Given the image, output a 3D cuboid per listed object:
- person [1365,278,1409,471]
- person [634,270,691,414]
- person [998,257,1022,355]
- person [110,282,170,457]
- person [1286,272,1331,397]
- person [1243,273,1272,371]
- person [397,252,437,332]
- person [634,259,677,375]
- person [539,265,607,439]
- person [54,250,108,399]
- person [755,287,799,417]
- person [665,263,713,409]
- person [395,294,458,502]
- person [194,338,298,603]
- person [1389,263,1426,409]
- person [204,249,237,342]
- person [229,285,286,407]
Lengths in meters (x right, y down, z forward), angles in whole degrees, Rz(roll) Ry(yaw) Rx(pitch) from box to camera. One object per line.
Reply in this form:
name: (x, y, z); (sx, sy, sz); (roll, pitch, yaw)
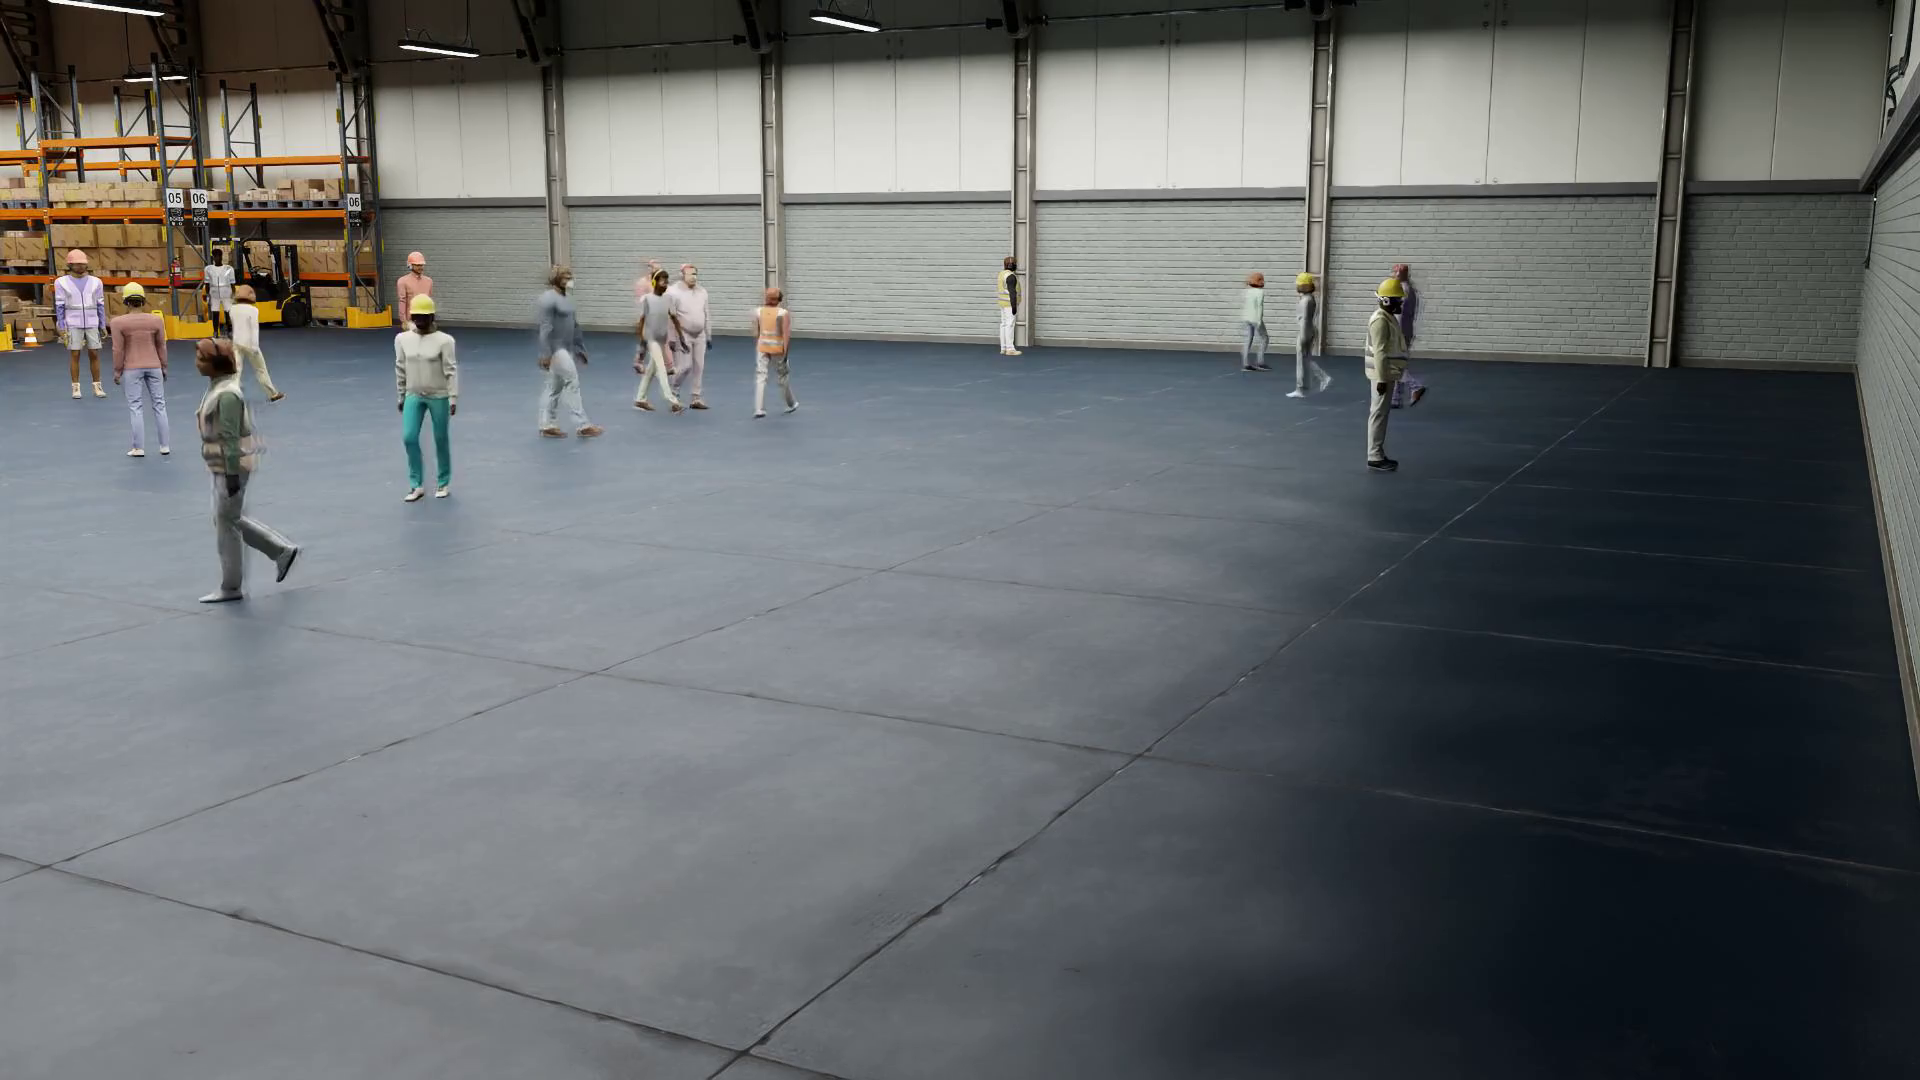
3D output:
person: (4.090, -1.586, 15.958); (0.404, 1.830, 0.602); (4, 11, 19)
person: (-3.791, -2.496, 21.021); (1.015, 1.800, 0.541); (8, 13, 36)
person: (0.942, -4.401, 31.288); (0.429, 1.843, 0.632); (-3, 11, -18)
person: (-8.327, -1.726, 16.904); (0.524, 1.769, 0.314); (-10, 14, -42)
person: (4.828, -2.830, 23.007); (0.503, 1.726, 0.504); (4, 11, 22)
person: (4.947, -3.606, 27.524); (0.598, 1.612, 0.514); (-4, 11, -23)
person: (-8.067, -3.286, 24.788); (0.395, 1.994, 0.612); (7, 13, 34)
person: (-4.941, -3.588, 26.816); (0.994, 1.862, 0.660); (9, 14, 40)
person: (-4.256, -2.052, 18.294); (0.914, 1.904, 0.652); (2, 11, 10)
person: (-12.084, -2.965, 22.907); (0.615, 2.041, 0.377); (-8, 13, -38)
person: (-2.315, -2.343, 20.737); (0.530, 1.594, 0.875); (4, 11, 20)
person: (-3.472, -2.620, 21.431); (0.662, 1.890, 0.417); (-10, 15, -44)
person: (-4.519, -1.195, 14.067); (0.547, 1.740, 0.662); (0, 10, 0)
person: (-4.433, -0.434, 10.239); (0.532, 1.626, 0.522); (-6, 12, -32)
person: (5.693, -2.612, 21.399); (0.539, 1.887, 0.661); (4, 11, 21)
person: (-15.570, -5.145, 35.022); (0.602, 1.958, 0.390); (-3, 11, -15)
person: (-9.326, -2.549, 21.873); (0.505, 1.578, 0.856); (4, 11, 19)
